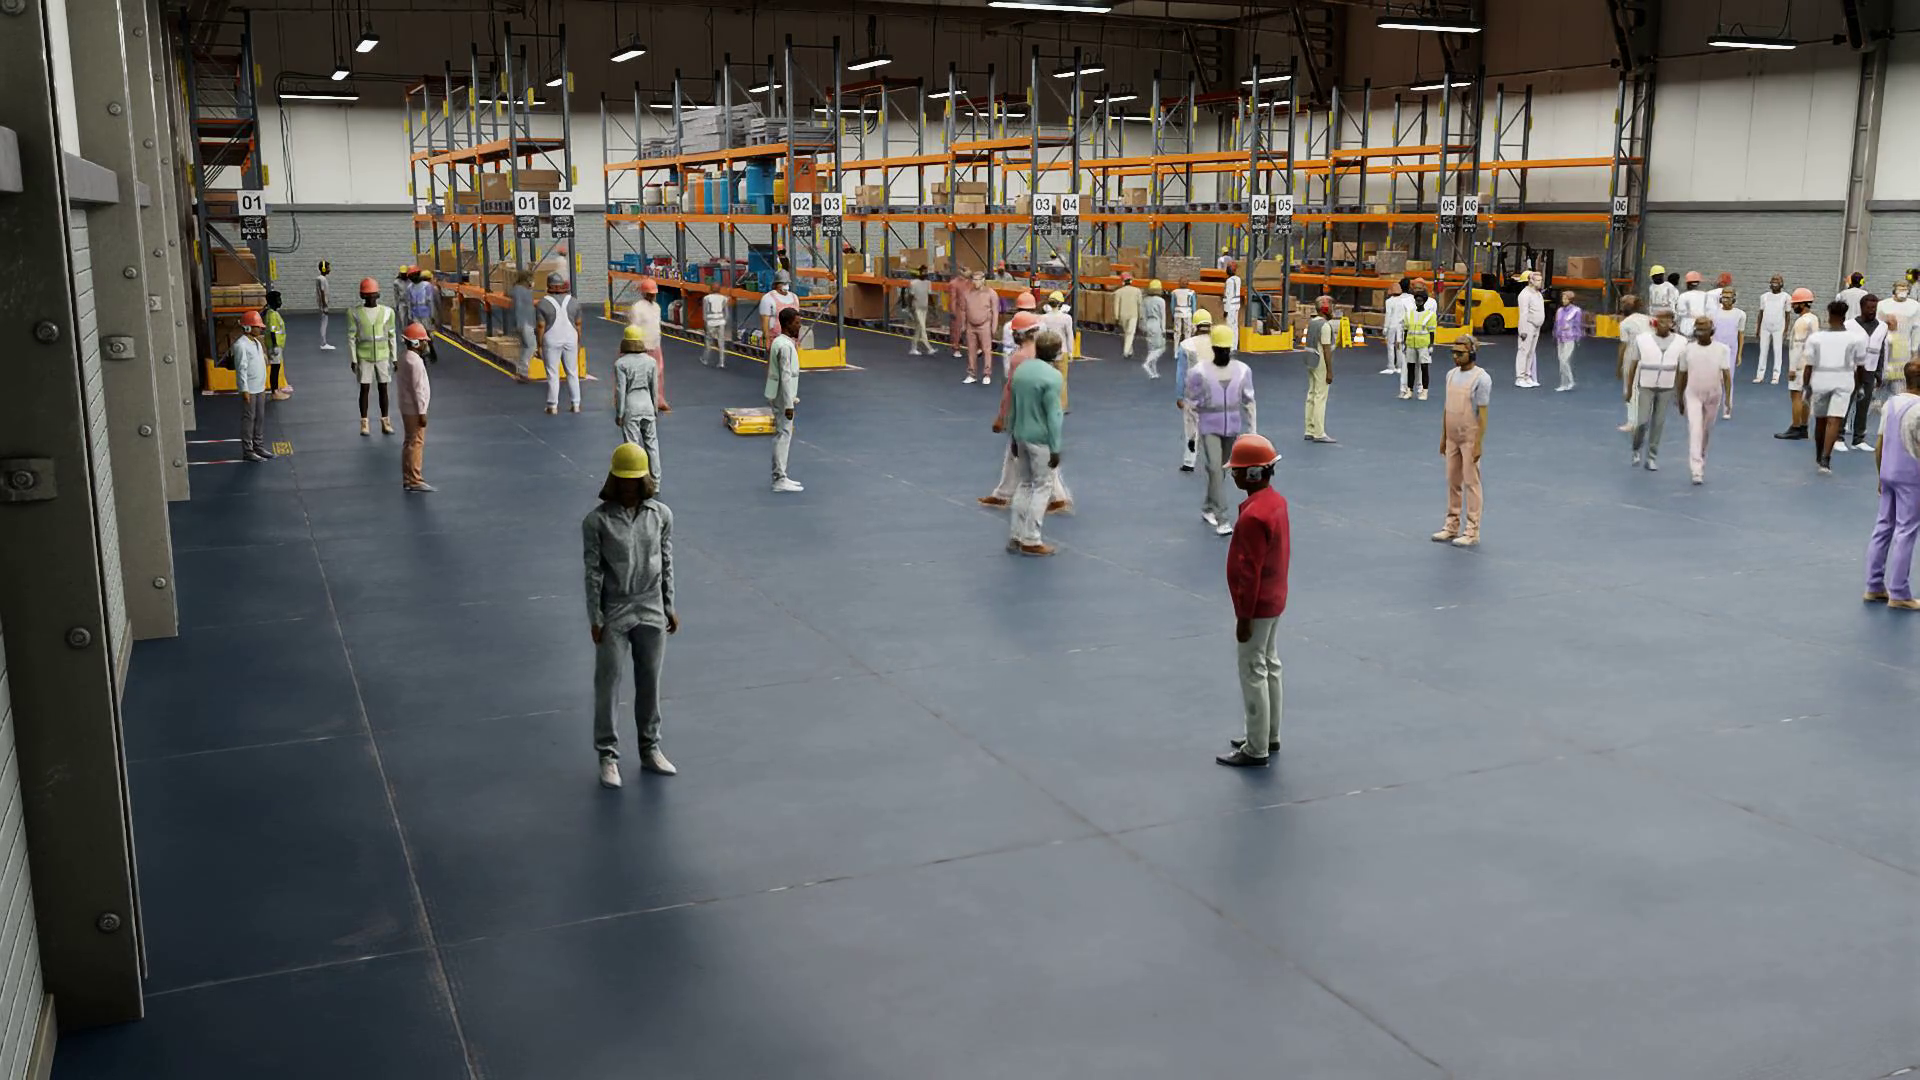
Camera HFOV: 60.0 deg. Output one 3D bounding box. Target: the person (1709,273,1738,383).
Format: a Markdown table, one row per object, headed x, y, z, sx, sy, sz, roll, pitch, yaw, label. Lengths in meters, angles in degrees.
| x | y | z | sx | sy | sz | roll | pitch | yaw | label |
| --- | --- | --- | --- | --- | --- | --- | --- | --- | --- |
| 12.876 | -3.594 | 28.281 | 0.697 | 1.862 | 0.346 | -4 | 12 | -17 | person |

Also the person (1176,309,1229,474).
| x | y | z | sx | sy | sz | roll | pitch | yaw | label |
| --- | --- | --- | --- | --- | --- | --- | --- | --- | --- |
| 2.675 | -1.641 | 18.448 | 0.587 | 1.822 | 0.404 | -3 | 11 | -13 | person |

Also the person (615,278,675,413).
| x | y | z | sx | sy | sz | roll | pitch | yaw | label |
| --- | --- | --- | --- | --- | --- | --- | --- | --- | --- |
| -4.590 | -2.813 | 24.058 | 0.846 | 1.961 | 0.637 | 6 | 13 | 27 | person |

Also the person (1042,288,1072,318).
| x | y | z | sx | sy | sz | roll | pitch | yaw | label |
| --- | --- | --- | --- | --- | --- | --- | --- | --- | --- |
| 1.619 | -3.402 | 27.890 | 0.524 | 1.626 | 0.616 | 2 | 11 | 9 | person |

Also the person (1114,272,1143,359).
| x | y | z | sx | sy | sz | roll | pitch | yaw | label |
| --- | --- | --- | --- | --- | --- | --- | --- | --- | --- |
| 3.341 | -4.461 | 33.031 | 0.569 | 1.720 | 0.788 | 3 | 12 | 17 | person |

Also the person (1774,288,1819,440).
| x | y | z | sx | sy | sz | roll | pitch | yaw | label |
| --- | --- | --- | --- | --- | --- | --- | --- | --- | --- |
| 10.699 | -2.241 | 21.222 | 0.390 | 1.927 | 0.545 | 10 | 15 | 42 | person |

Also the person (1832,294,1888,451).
| x | y | z | sx | sy | sz | roll | pitch | yaw | label |
| --- | --- | --- | --- | --- | --- | --- | --- | --- | --- |
| 10.881 | -2.022 | 20.139 | 0.586 | 1.912 | 0.383 | -1 | 11 | -3 | person |

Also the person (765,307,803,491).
| x | y | z | sx | sy | sz | roll | pitch | yaw | label |
| --- | --- | --- | --- | --- | --- | --- | --- | --- | --- |
| -1.834 | -1.461 | 17.305 | 0.396 | 1.910 | 0.587 | -2 | 11 | -10 | person |

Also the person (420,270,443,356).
| x | y | z | sx | sy | sz | roll | pitch | yaw | label |
| --- | --- | --- | --- | --- | --- | --- | --- | --- | --- |
| -10.777 | -4.600 | 33.729 | 0.537 | 1.722 | 0.883 | 1 | 11 | 4 | person |

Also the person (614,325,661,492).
| x | y | z | sx | sy | sz | roll | pitch | yaw | label |
| --- | --- | --- | --- | --- | --- | --- | --- | --- | --- |
| -3.303 | -1.313 | 16.963 | 0.492 | 1.742 | 0.323 | -9 | 15 | -40 | person |

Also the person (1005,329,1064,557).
| x | y | z | sx | sy | sz | roll | pitch | yaw | label |
| --- | --- | --- | --- | --- | --- | --- | --- | --- | --- |
| 0.624 | -0.808 | 13.947 | 0.445 | 1.918 | 0.685 | -6 | 13 | -29 | person |

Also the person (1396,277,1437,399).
| x | y | z | sx | sy | sz | roll | pitch | yaw | label |
| --- | --- | --- | --- | --- | --- | --- | --- | --- | --- |
| 7.062 | -3.118 | 25.773 | 0.585 | 1.882 | 0.337 | 4 | 12 | 18 | person |

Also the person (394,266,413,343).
| x | y | z | sx | sy | sz | roll | pitch | yaw | label |
| --- | --- | --- | --- | --- | --- | --- | --- | --- | --- |
| -12.249 | -5.198 | 36.810 | 0.492 | 1.699 | 0.890 | -4 | 12 | -20 | person |

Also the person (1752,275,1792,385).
| x | y | z | sx | sy | sz | roll | pitch | yaw | label |
| --- | --- | --- | --- | --- | --- | --- | --- | --- | --- |
| 13.665 | -3.532 | 27.981 | 0.514 | 1.845 | 0.337 | 10 | 15 | 42 | person |

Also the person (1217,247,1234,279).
| x | y | z | sx | sy | sz | roll | pitch | yaw | label |
| --- | --- | --- | --- | --- | --- | --- | --- | --- | --- |
| 8.271 | -8.244 | 51.965 | 0.600 | 1.827 | 0.404 | -5 | 12 | -23 | person |

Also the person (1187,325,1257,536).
| x | y | z | sx | sy | sz | roll | pitch | yaw | label |
| --- | --- | --- | --- | --- | --- | --- | --- | --- | --- |
| 2.360 | -1.003 | 15.060 | 0.603 | 1.879 | 0.987 | -2 | 11 | -12 | person |

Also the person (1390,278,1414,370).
| x | y | z | sx | sy | sz | roll | pitch | yaw | label |
| --- | --- | --- | --- | --- | --- | --- | --- | --- | --- |
| 8.065 | -3.907 | 30.268 | 0.529 | 1.695 | 0.321 | 4 | 12 | 21 | person |

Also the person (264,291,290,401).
| x | y | z | sx | sy | sz | roll | pitch | yaw | label |
| --- | --- | --- | --- | --- | --- | --- | --- | --- | --- |
| -10.545 | -2.989 | 25.619 | 0.318 | 1.689 | 0.537 | -4 | 12 | -18 | person |

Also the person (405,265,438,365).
| x | y | z | sx | sy | sz | roll | pitch | yaw | label |
| --- | --- | --- | --- | --- | --- | --- | --- | --- | --- |
| -10.240 | -4.255 | 31.547 | 0.577 | 1.887 | 0.420 | 3 | 11 | 13 | person |

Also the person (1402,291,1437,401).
| x | y | z | sx | sy | sz | roll | pitch | yaw | label |
| --- | --- | --- | --- | --- | --- | --- | --- | --- | --- |
| 7.066 | -2.987 | 25.617 | 0.533 | 1.691 | 0.319 | 9 | 15 | 40 | person |

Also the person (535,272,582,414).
| x | y | z | sx | sy | sz | roll | pitch | yaw | label |
| --- | --- | --- | --- | --- | --- | --- | --- | --- | --- |
| -5.805 | -2.844 | 23.984 | 0.673 | 2.000 | 0.536 | -7 | 13 | -31 | person |

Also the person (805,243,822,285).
| x | y | z | sx | sy | sz | roll | pitch | yaw | label |
| --- | --- | --- | --- | --- | --- | --- | --- | --- | --- |
| -4.258 | -7.672 | 48.615 | 0.428 | 2.004 | 0.651 | 7 | 13 | 31 | person |

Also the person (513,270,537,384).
| x | y | z | sx | sy | sz | roll | pitch | yaw | label |
| --- | --- | --- | --- | --- | --- | --- | --- | --- | --- |
| -7.285 | -3.586 | 28.067 | 0.514 | 1.914 | 0.651 | 1 | 11 | 3 | person |

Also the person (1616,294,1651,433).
| x | y | z | sx | sy | sz | roll | pitch | yaw | label |
| --- | --- | --- | --- | --- | --- | --- | --- | --- | --- |
| 8.848 | -2.315 | 21.859 | 0.544 | 1.816 | 0.416 | -6 | 13 | -29 | person |

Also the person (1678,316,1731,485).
| x | y | z | sx | sy | sz | roll | pitch | yaw | label |
| --- | --- | --- | --- | --- | --- | --- | --- | --- | --- |
| 7.996 | -1.522 | 17.919 | 0.526 | 1.796 | 1.009 | 3 | 12 | 17 | person |

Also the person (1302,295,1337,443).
| x | y | z | sx | sy | sz | roll | pitch | yaw | label |
| --- | --- | --- | --- | --- | --- | --- | --- | --- | --- |
| 4.523 | -2.149 | 20.941 | 0.389 | 1.850 | 0.566 | -2 | 11 | -11 | person |

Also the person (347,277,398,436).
| x | y | z | sx | sy | sz | roll | pitch | yaw | label |
| --- | --- | --- | --- | --- | --- | --- | --- | --- | --- |
| -7.624 | -2.383 | 21.631 | 0.605 | 2.045 | 0.388 | -6 | 13 | -28 | person |

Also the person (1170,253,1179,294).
| x | y | z | sx | sy | sz | roll | pitch | yaw | label |
| --- | --- | --- | --- | --- | --- | --- | --- | --- | --- |
| 6.648 | -8.027 | 51.362 | 0.282 | 1.634 | 0.498 | -2 | 11 | -11 | person |

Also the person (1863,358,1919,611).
| x | y | z | sx | sy | sz | roll | pitch | yaw | label |
| --- | --- | --- | --- | --- | --- | --- | --- | --- | --- |
| 6.884 | -0.410 | 12.117 | 0.329 | 1.842 | 0.509 | -2 | 11 | -9 | person |

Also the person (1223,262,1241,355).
| x | y | z | sx | sy | sz | roll | pitch | yaw | label |
| --- | --- | --- | --- | --- | --- | --- | --- | --- | --- |
| 5.523 | -4.714 | 33.893 | 0.355 | 1.883 | 0.574 | 6 | 13 | 27 | person |

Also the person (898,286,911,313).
| x | y | z | sx | sy | sz | roll | pitch | yaw | label |
| --- | --- | --- | --- | --- | --- | --- | --- | --- | --- |
| -1.533 | -7.436 | 47.802 | 0.572 | 1.843 | 0.740 | -2 | 11 | -12 | person |

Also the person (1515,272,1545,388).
| x | y | z | sx | sy | sz | roll | pitch | yaw | label |
| --- | --- | --- | --- | --- | --- | --- | --- | --- | --- |
| 9.485 | -3.491 | 27.611 | 0.401 | 1.910 | 0.642 | 9 | 15 | 40 | person |

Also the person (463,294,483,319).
| x | y | z | sx | sy | sz | roll | pitch | yaw | label |
| --- | --- | --- | --- | --- | --- | --- | --- | --- | --- |
| -13.320 | -6.894 | 45.162 | 0.650 | 1.814 | 0.450 | -1 | 11 | -7 | person |

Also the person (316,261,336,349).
| x | y | z | sx | sy | sz | roll | pitch | yaw | label |
| --- | --- | --- | --- | --- | --- | --- | --- | --- | --- |
| -13.464 | -4.966 | 35.242 | 0.319 | 1.861 | 0.515 | -5 | 12 | -22 | person |
